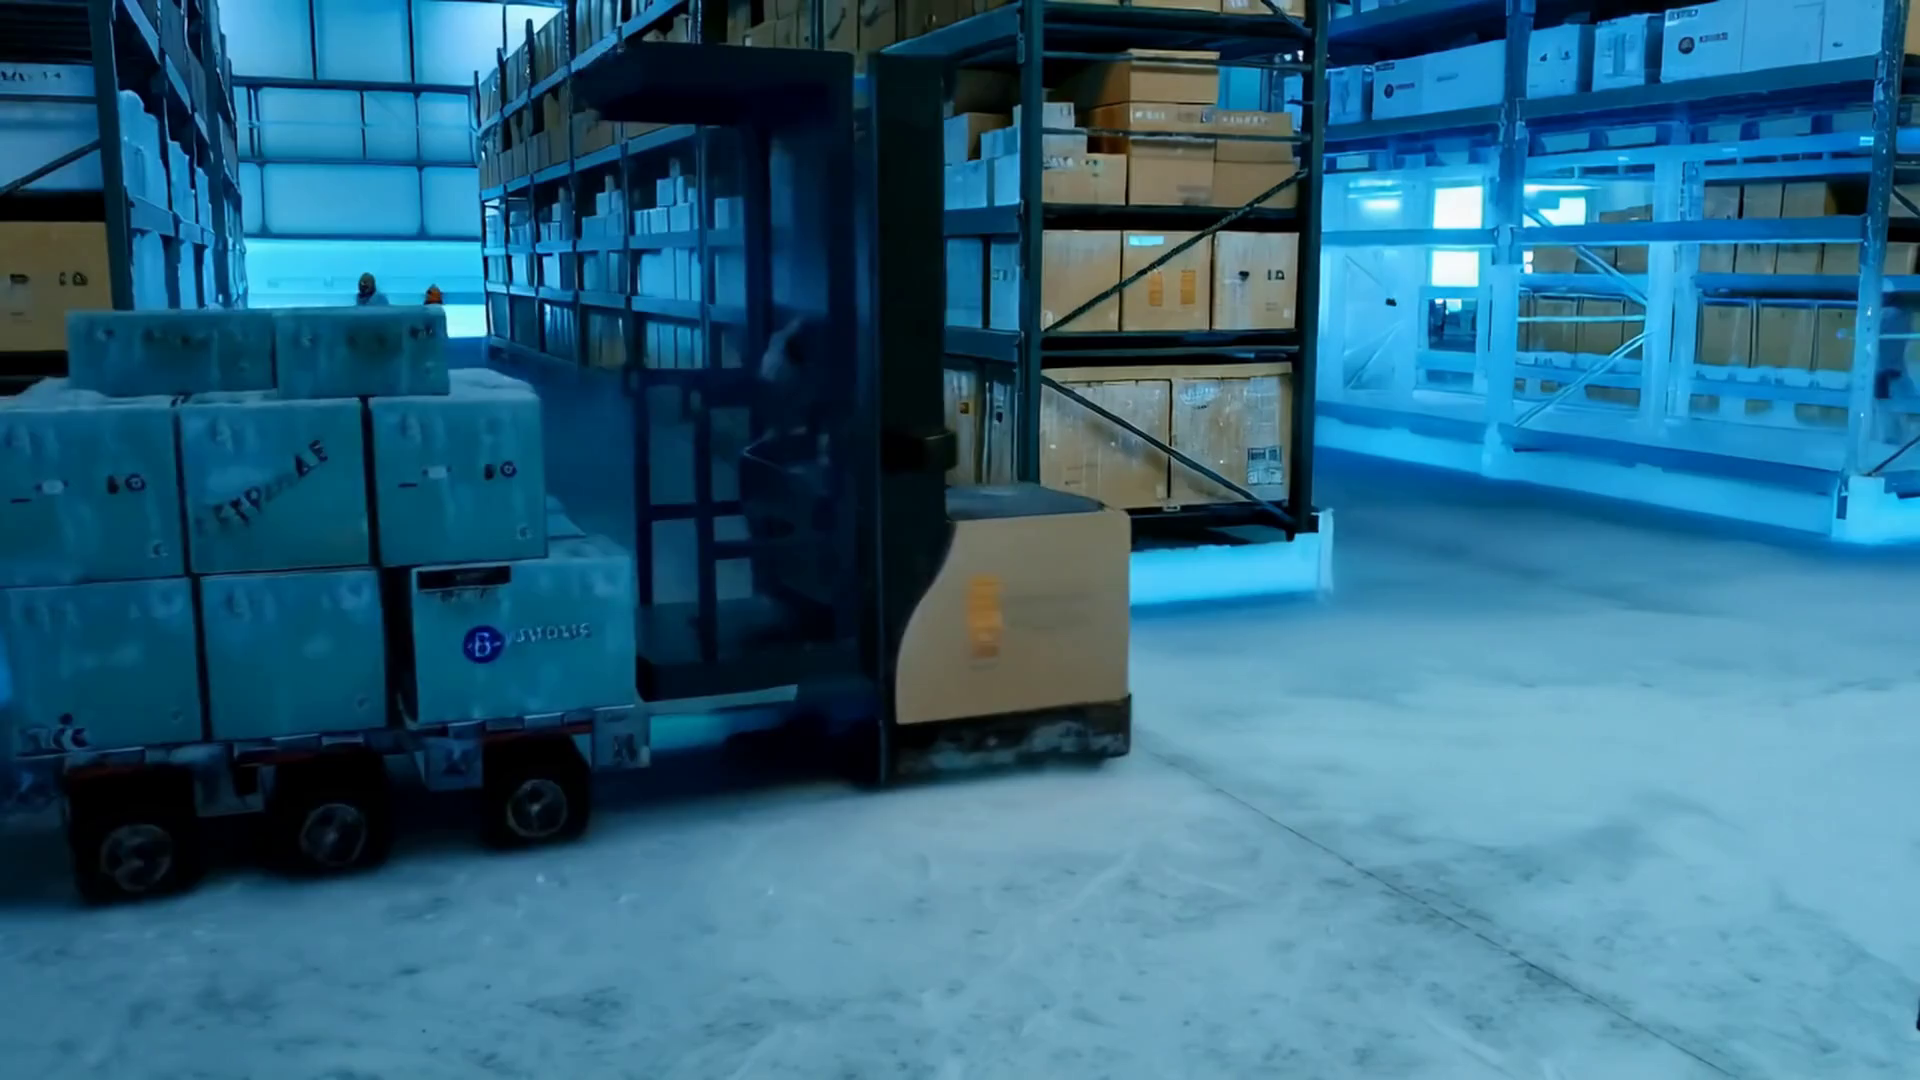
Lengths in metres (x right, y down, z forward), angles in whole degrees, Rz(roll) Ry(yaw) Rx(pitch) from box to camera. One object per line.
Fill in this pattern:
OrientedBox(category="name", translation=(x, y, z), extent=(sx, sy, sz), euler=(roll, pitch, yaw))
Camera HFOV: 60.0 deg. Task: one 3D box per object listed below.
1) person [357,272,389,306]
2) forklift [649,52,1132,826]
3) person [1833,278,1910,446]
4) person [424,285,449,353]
OrientedBox(category="person", translation=(-8.116, -2.726, 23.014), extent=(0.629, 1.936, 0.371), euler=(7, 12, 36))
OrientedBox(category="forklift", translation=(-0.330, -0.467, 6.660), extent=(1.873, 2.768, 1.129), euler=(-4, 10, -23))
OrientedBox(category="person", translation=(9.858, -1.867, 17.987), extent=(0.562, 1.887, 0.980), euler=(-4, 10, -21))
OrientedBox(category="person", translation=(-7.749, -2.895, 24.603), extent=(0.484, 1.744, 0.295), euler=(4, 10, 25))
